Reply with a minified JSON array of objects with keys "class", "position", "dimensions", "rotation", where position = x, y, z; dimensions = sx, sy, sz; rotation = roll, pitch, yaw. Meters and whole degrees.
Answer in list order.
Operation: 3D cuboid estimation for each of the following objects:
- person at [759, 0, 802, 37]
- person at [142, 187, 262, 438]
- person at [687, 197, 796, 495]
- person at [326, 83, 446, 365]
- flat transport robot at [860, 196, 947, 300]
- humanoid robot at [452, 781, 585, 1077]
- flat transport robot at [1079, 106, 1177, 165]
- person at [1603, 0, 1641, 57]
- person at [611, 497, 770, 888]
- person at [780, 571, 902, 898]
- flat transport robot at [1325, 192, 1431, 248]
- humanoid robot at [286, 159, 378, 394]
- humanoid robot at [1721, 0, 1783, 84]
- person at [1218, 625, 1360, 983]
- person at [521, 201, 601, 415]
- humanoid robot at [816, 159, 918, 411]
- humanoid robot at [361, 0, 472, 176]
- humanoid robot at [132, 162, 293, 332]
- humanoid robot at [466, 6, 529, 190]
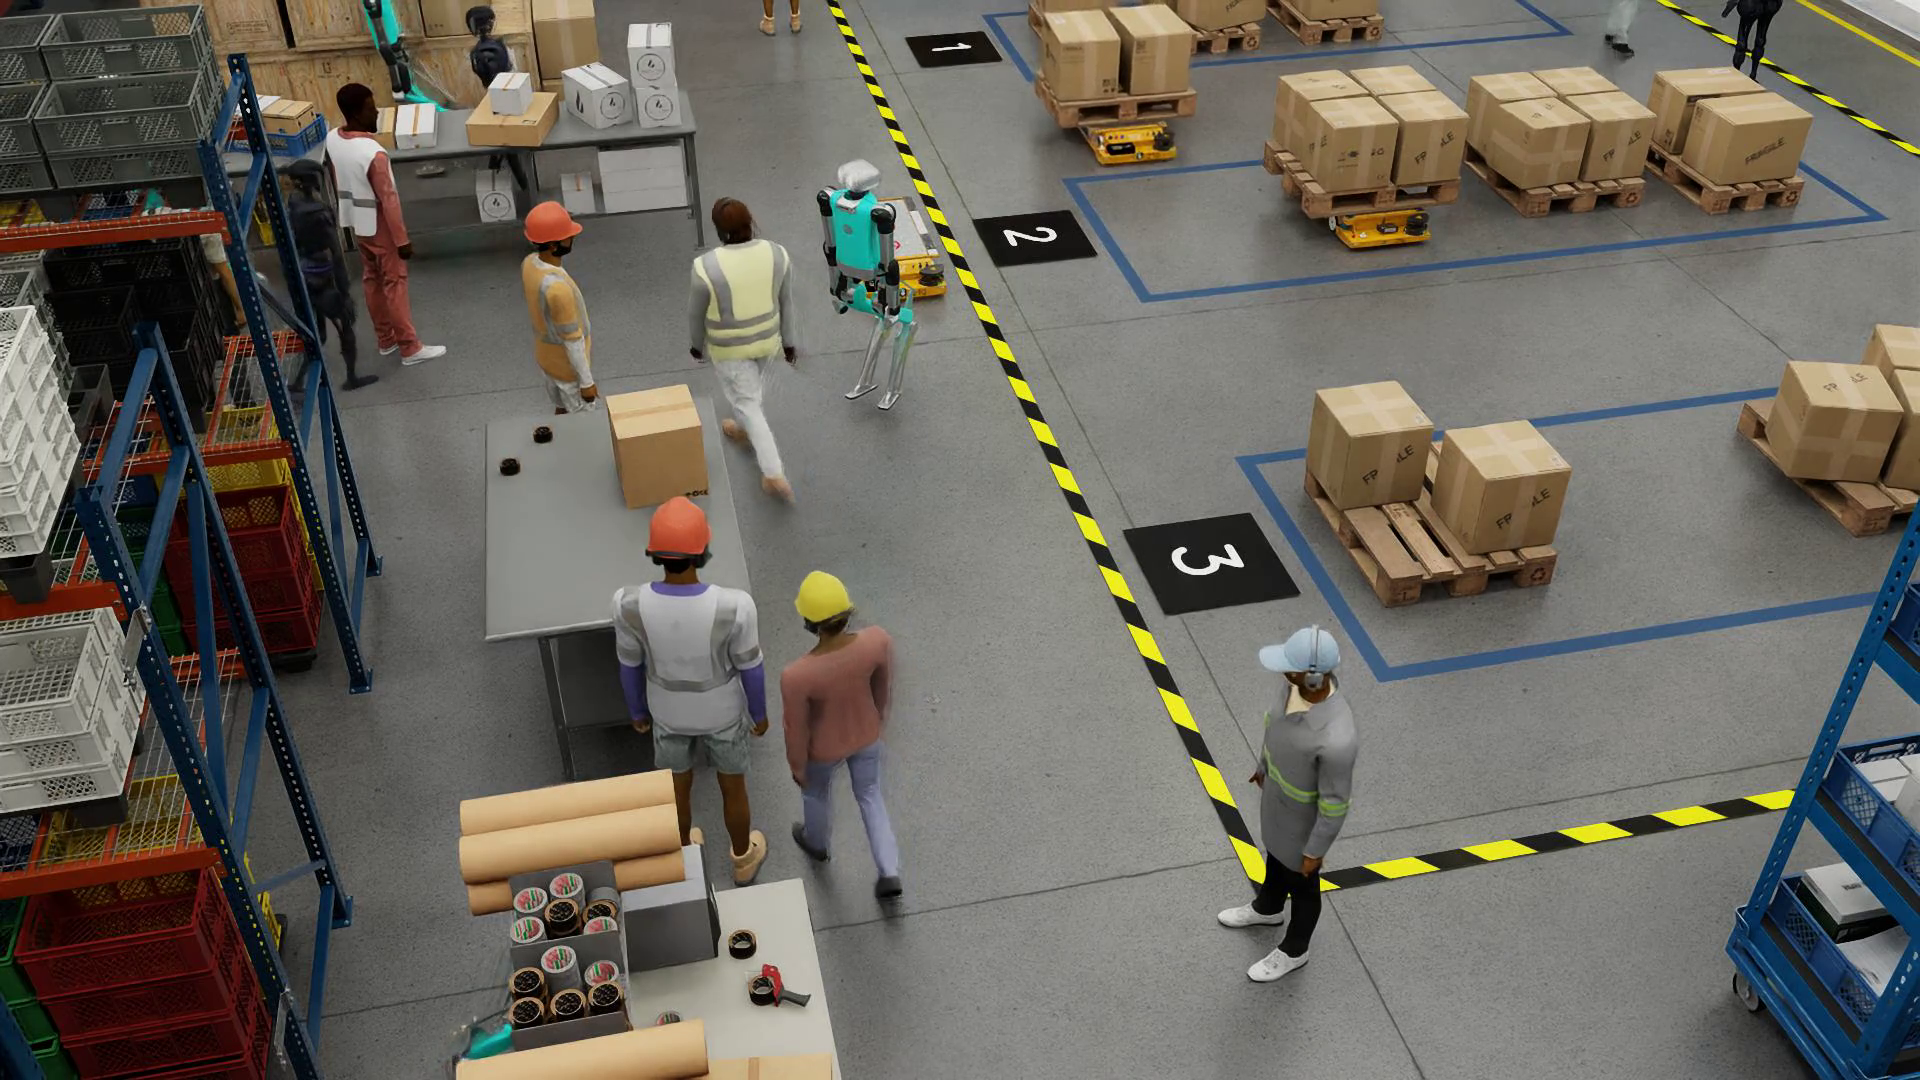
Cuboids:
[{"class":"person","position":[-1.790,-5.890,15.986],"dimensions":[0.613,2.041,0.374],"rotation":[-11,38,-14]},{"class":"person","position":[-4.628,-1.459,10.204],"dimensions":[0.507,1.836,0.353],"rotation":[5,37,6]},{"class":"person","position":[-1.259,-1.165,9.842],"dimensions":[0.613,1.805,0.943],"rotation":[-25,43,-30]},{"class":"person","position":[-3.842,-2.059,10.942],"dimensions":[0.589,1.916,0.399],"rotation":[28,45,32]},{"class":"flat transport robot","position":[-0.570,-2.220,12.538],"dimensions":[0.659,0.231,1.431],"rotation":[-8,37,-10]},{"class":"humanoid robot","position":[-1.615,1.641,6.151],"dimensions":[1.014,1.758,0.532],"rotation":[-10,38,-13]},{"class":"flat transport robot","position":[1.348,-3.663,14.453],"dimensions":[0.652,0.197,1.431],"rotation":[-8,37,-10]},{"class":"person","position":[6.451,-5.521,15.710],"dimensions":[0.413,1.783,0.748],"rotation":[-4,37,-6]},{"class":"person","position":[-1.125,0.691,7.148],"dimensions":[0.613,2.035,0.398],"rotation":[2,37,3]},{"class":"person","position":[-0.522,0.845,7.175],"dimensions":[0.538,1.747,0.648],"rotation":[-19,41,-23]},{"class":"flat transport robot","position":[3.134,-2.740,13.213],"dimensions":[0.652,0.197,1.431],"rotation":[-8,37,-10]},{"class":"humanoid robot","position":[-4.162,-1.628,10.598],"dimensions":[0.531,1.647,0.610],"rotation":[-26,44,-30]},{"class":"humanoid robot","position":[7.176,-4.891,14.938],"dimensions":[0.599,1.653,0.315],"rotation":[-14,39,-19]},{"class":"person","position":[1.344,1.072,6.789],"dimensions":[0.396,1.849,0.587],"rotation":[-7,37,-10]},{"class":"person","position":[-2.241,-1.036,9.548],"dimensions":[0.358,1.939,0.543],"rotation":[-22,42,-26]},{"class":"humanoid robot","position":[-0.489,-1.634,10.410],"dimensions":[0.533,1.673,0.735],"rotation":[21,42,26]},{"class":"humanoid robot","position":[-4.312,-3.689,13.375],"dimensions":[0.718,1.902,0.543],"rotation":[-8,37,-11]},{"class":"humanoid robot","position":[-4.914,-2.005,11.048],"dimensions":[0.579,1.778,0.959],"rotation":[31,46,34]},{"class":"humanoid robot","position":[-3.528,-3.259,12.753],"dimensions":[0.431,1.646,0.602],"rotation":[-11,38,-15]}]
